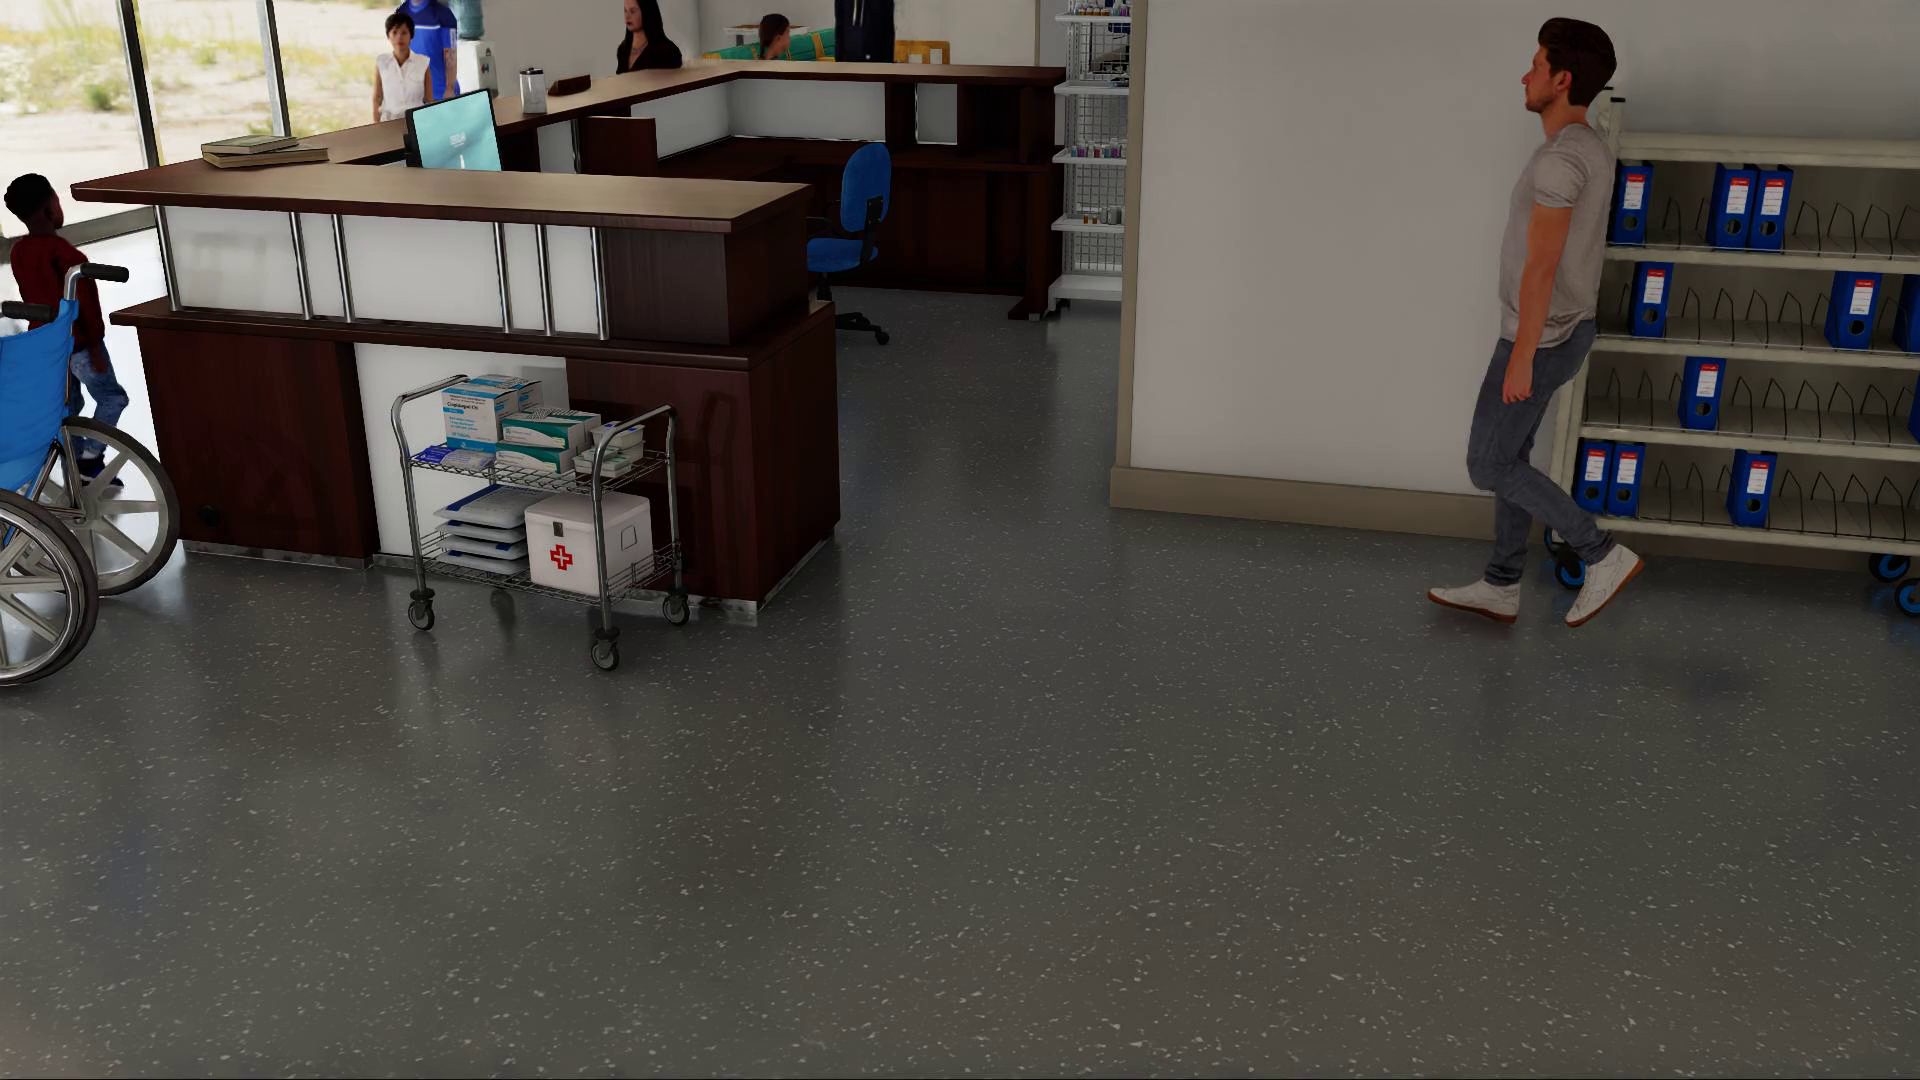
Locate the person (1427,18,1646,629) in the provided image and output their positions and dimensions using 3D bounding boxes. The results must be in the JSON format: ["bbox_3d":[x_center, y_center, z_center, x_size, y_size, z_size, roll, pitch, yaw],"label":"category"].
[{"bbox_3d":[1.842,-0.589,5.056,0.938,1.882,0.771,10,23,24],"label":"person"}]

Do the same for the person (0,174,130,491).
[{"bbox_3d":[-3.488,-0.766,6.417,0.484,1.249,0.596,8,22,21],"label":"person"}]

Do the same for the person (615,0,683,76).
[{"bbox_3d":[-1.781,-2.427,10.099,0.728,1.746,0.815,13,25,32],"label":"person"}]

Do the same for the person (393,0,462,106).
[{"bbox_3d":[-3.811,-3.256,12.207,0.989,1.803,0.753,6,21,14],"label":"person"}]

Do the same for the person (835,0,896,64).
[{"bbox_3d":[-0.781,-3.991,14.046,0.937,1.876,0.745,6,21,14],"label":"person"}]

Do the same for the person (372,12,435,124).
[{"bbox_3d":[-3.768,-2.775,11.356,1.021,1.507,0.890,-3,21,-8],"label":"person"}]
